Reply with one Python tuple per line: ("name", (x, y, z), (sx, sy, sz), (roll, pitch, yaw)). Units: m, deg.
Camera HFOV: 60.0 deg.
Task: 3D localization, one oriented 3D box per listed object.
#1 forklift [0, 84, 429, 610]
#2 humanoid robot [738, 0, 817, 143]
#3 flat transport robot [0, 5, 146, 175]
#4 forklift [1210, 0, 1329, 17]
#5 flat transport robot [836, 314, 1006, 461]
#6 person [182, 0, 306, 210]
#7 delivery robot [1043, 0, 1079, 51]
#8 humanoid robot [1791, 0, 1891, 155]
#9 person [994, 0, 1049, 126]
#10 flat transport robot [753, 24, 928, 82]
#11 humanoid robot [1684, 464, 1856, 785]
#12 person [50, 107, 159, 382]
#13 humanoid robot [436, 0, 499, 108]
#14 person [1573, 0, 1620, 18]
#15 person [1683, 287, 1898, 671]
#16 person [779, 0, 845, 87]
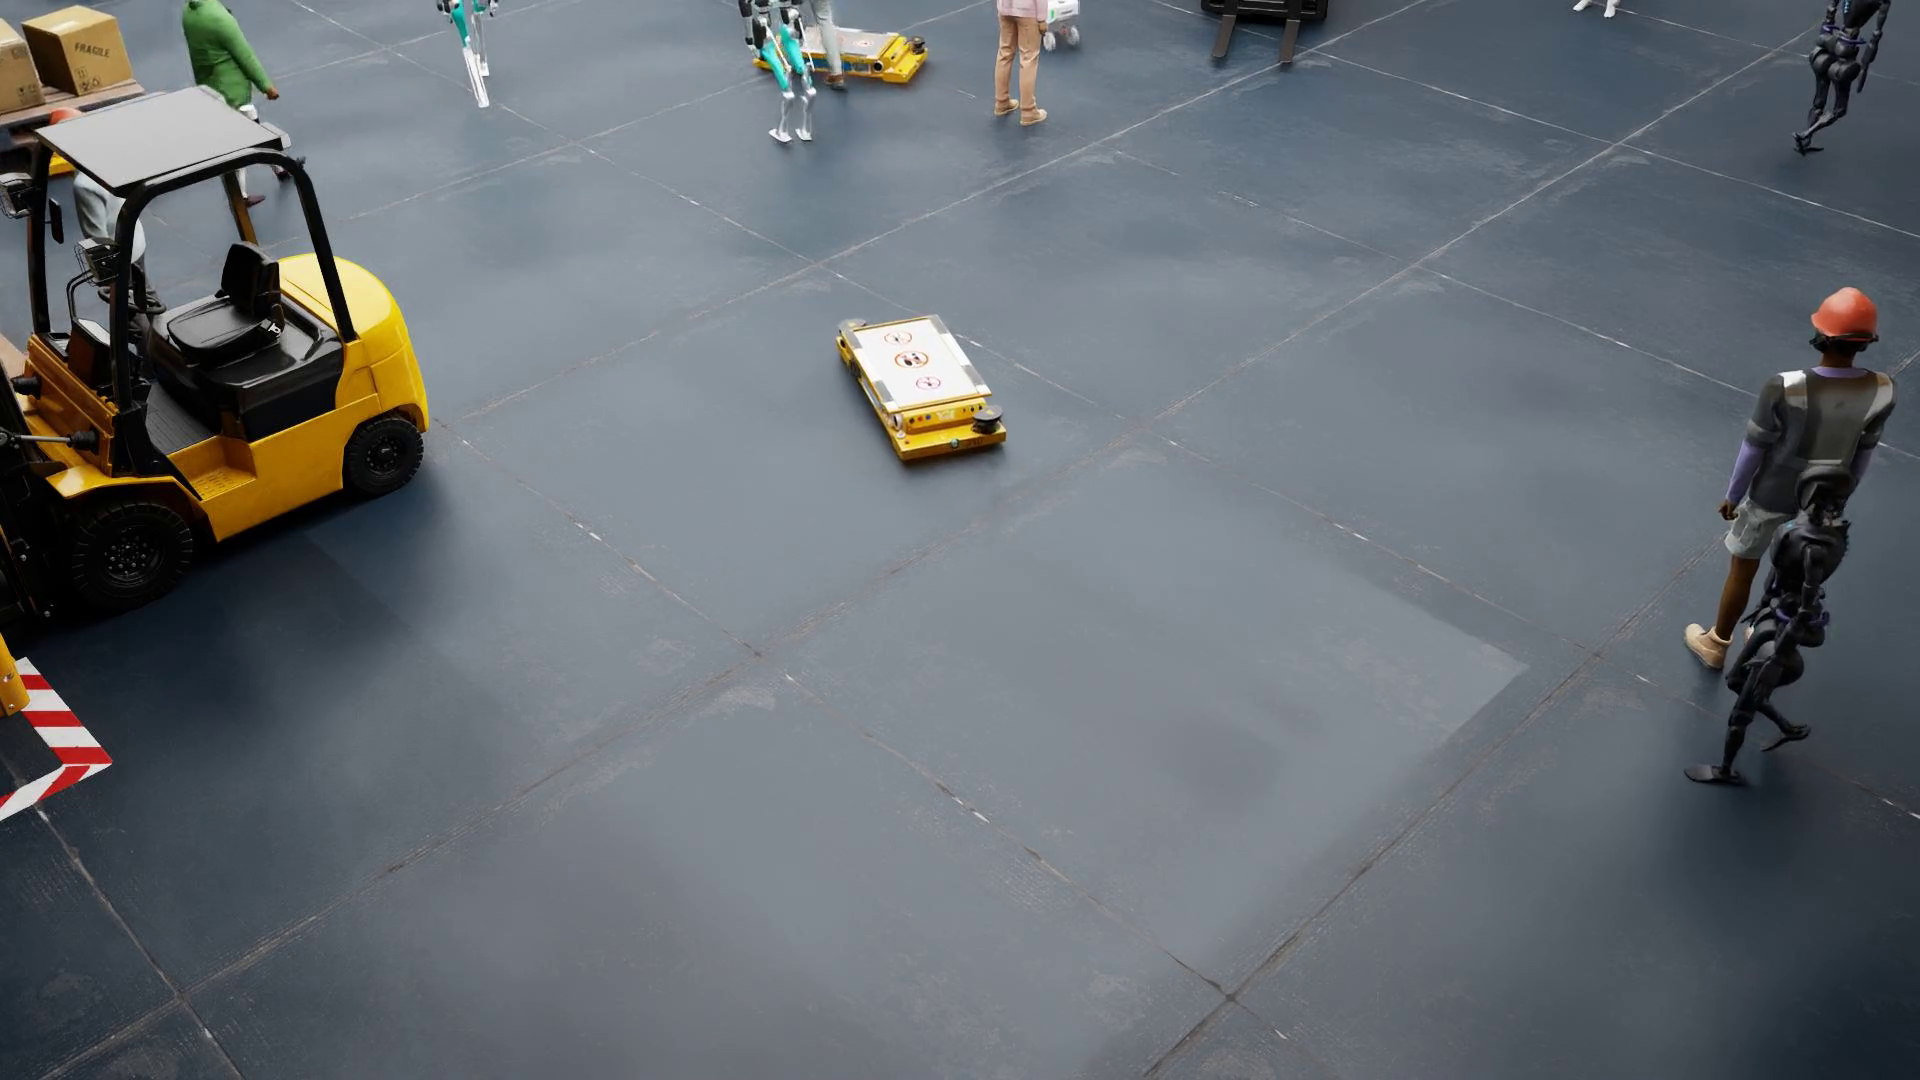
("forklift", (-4.145, -1.093, 8.856), (2.313, 2.155, 1.214), (-31, 47, -34))
("humanoid robot", (-1.376, -3.921, 12.985), (0.547, 1.757, 0.731), (-20, 41, -25))
("flat transport robot", (-7.271, -3.339, 13.466), (0.659, 0.231, 1.431), (-26, 44, -30))
("forklift", (3.106, -6.400, 15.960), (1.214, 2.155, 2.313), (8, 37, 10))
("flat transport robot", (-0.264, -0.988, 10.320), (0.659, 0.231, 1.431), (-12, 38, -15))
("person", (-5.275, -3.359, 12.258), (0.534, 1.752, 0.844), (29, 45, 33))
("delivery robot", (0.755, -4.860, 15.270), (0.499, 0.603, 0.802), (-22, 42, -27))
("humanoid robot", (6.744, -3.756, 12.854), (0.470, 1.643, 0.595), (-11, 38, -15))
("person", (0.483, -4.254, 13.436), (0.526, 1.775, 0.408), (30, 46, 34))
("flat transport robot", (-1.063, -4.334, 14.798), (1.431, 0.231, 0.659), (9, 38, 12))
("humanoid robot", (3.637, 0.409, 7.276), (0.435, 1.649, 0.613), (11, 38, 14))
("person", (-5.183, -1.803, 10.180), (0.351, 1.738, 0.575), (-3, 37, -5))
("humanoid robot", (-4.192, -4.622, 14.014), (0.545, 1.789, 1.055), (-13, 39, -17))
("person", (6.117, -5.732, 15.530), (0.516, 1.632, 0.313), (25, 43, 30))
("person", (3.923, -0.252, 7.869), (0.601, 2.034, 0.413), (0, 37, 0))
("person", (-1.283, -4.784, 14.049), (0.668, 1.913, 0.826), (-18, 40, -22))
